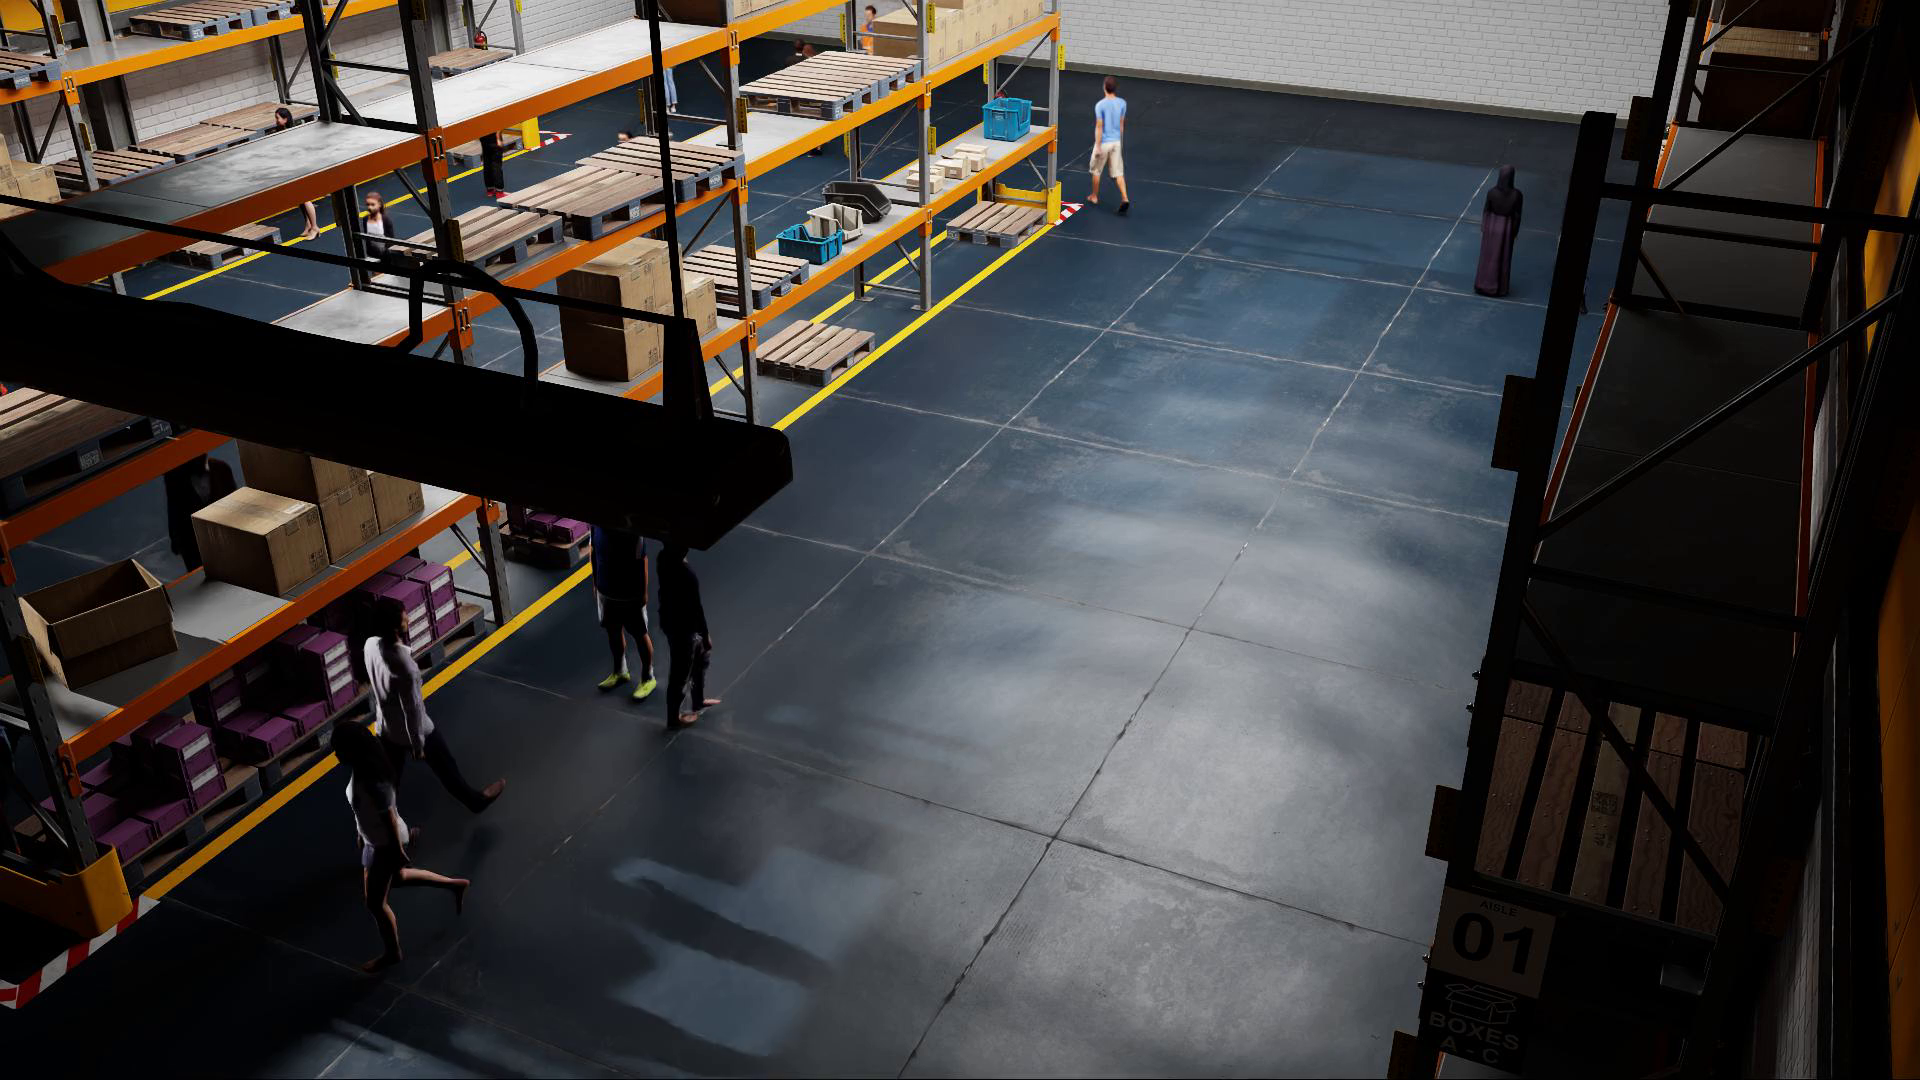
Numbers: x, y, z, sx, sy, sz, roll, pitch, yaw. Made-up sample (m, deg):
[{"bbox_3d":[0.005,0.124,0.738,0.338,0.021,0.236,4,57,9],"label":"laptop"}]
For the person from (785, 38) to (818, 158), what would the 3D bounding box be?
[{"bbox_3d":[-2.451,-6.849,25.750,0.694,1.799,0.599,7,29,13],"label":"person"}]

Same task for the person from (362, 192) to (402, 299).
[{"bbox_3d":[-6.783,-3.363,19.652,0.831,1.519,1.098,1,29,1],"label":"person"}]

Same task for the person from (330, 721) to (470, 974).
[{"bbox_3d":[-3.411,1.782,10.059,1.058,1.673,0.912,-19,34,-31],"label":"person"}]

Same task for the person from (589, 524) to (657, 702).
[{"bbox_3d":[-2.548,0.356,12.505,0.625,1.834,0.515,13,31,22],"label":"person"}]

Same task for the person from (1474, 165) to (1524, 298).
[{"bbox_3d":[6.592,-3.792,20.337,0.591,1.615,0.568,12,31,21],"label":"person"}]

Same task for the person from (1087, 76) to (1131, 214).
[{"bbox_3d":[2.129,-5.505,23.240,1.182,1.843,1.214,-11,30,-19],"label":"person"}]

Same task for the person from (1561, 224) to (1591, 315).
[{"bbox_3d":[7.345,-3.615,19.945,0.772,1.680,1.016,2,29,3],"label":"person"}]

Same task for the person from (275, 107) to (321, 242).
[{"bbox_3d":[-8.855,-4.884,22.180,0.794,1.769,0.773,-19,34,-31],"label":"person"}]

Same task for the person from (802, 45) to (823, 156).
[{"bbox_3d":[-2.252,-6.785,25.736,0.707,1.699,0.497,17,33,28],"label":"person"}]

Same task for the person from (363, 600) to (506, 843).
[{"bbox_3d":[-3.713,1.263,10.868,0.846,1.810,1.185,20,35,33],"label":"person"}]

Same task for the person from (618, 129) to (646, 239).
[{"bbox_3d":[-4.246,-4.449,21.433,0.676,1.719,0.924,7,29,12],"label":"person"}]

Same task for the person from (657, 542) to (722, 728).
[{"bbox_3d":[-2.114,0.642,12.109,0.846,1.712,0.789,-18,33,-29],"label":"person"}]
